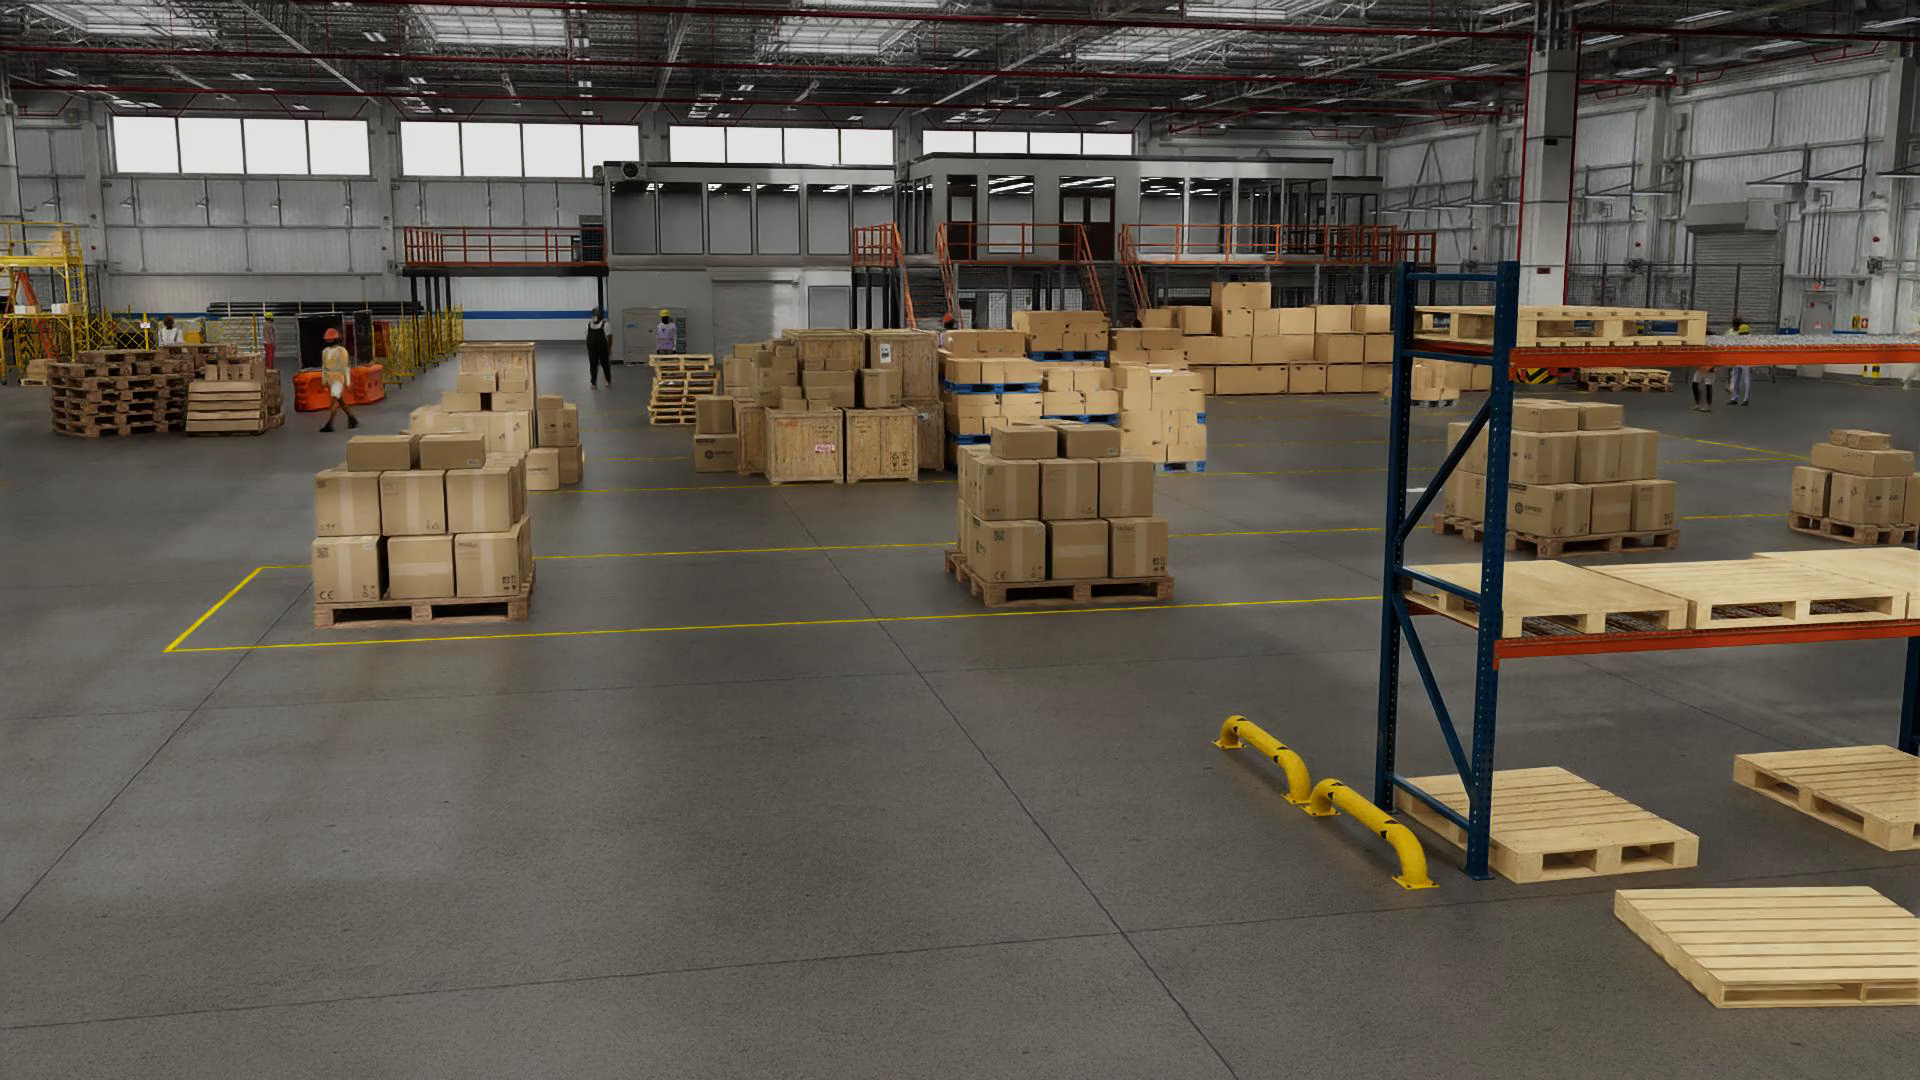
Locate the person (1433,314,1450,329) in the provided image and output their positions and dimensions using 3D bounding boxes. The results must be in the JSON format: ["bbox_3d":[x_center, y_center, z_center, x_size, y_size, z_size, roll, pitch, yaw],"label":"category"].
[{"bbox_3d":[13.120,-5.426,45.551,0.633,1.941,0.465,9,13,44],"label":"person"}]

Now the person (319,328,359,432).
[{"bbox_3d":[-11.453,-2.950,30.594,0.552,1.898,0.983,4,10,25],"label":"person"}]

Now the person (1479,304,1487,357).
[{"bbox_3d":[14.302,-5.469,45.649,0.395,1.993,0.614,0,9,-1],"label":"person"}]

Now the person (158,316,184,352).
[{"bbox_3d":[-18.896,-4.441,39.888,0.593,1.838,0.976,-2,9,-10],"label":"person"}]

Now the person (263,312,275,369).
[{"bbox_3d":[-19.058,-5.404,45.949,0.318,1.769,0.522,-9,13,-44],"label":"person"}]

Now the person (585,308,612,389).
[{"bbox_3d":[-8.970,-4.785,41.340,0.685,2.000,0.884,0,9,1],"label":"person"}]

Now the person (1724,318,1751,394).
[{"bbox_3d":[18.426,-4.375,39.599,0.973,1.787,0.647,-9,13,-42],"label":"person"}]

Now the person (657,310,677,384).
[{"bbox_3d":[-7.494,-4.910,42.448,0.586,1.928,0.369,4,10,24],"label":"person"}]

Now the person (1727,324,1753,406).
[{"bbox_3d":[17.019,-3.804,36.208,0.328,1.765,0.532,-6,11,-33],"label":"person"}]

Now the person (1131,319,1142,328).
[{"bbox_3d":[3.876,-3.918,36.580,0.531,1.870,0.318,0,9,-3],"label":"person"}]

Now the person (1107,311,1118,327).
[{"bbox_3d":[3.967,-4.953,42.819,0.616,1.888,0.649,-1,9,-9],"label":"person"}]

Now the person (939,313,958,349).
[{"bbox_3d":[-0.175,-3.816,35.453,0.616,2.029,0.569,-7,12,-37],"label":"person"}]

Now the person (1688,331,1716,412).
[{"bbox_3d":[15.417,-3.491,34.519,0.567,1.677,0.553,-4,10,-22],"label":"person"}]

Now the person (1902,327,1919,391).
[{"bbox_3d":[23.102,-4.484,39.906,0.597,1.905,0.791,-3,10,-16],"label":"person"}]
